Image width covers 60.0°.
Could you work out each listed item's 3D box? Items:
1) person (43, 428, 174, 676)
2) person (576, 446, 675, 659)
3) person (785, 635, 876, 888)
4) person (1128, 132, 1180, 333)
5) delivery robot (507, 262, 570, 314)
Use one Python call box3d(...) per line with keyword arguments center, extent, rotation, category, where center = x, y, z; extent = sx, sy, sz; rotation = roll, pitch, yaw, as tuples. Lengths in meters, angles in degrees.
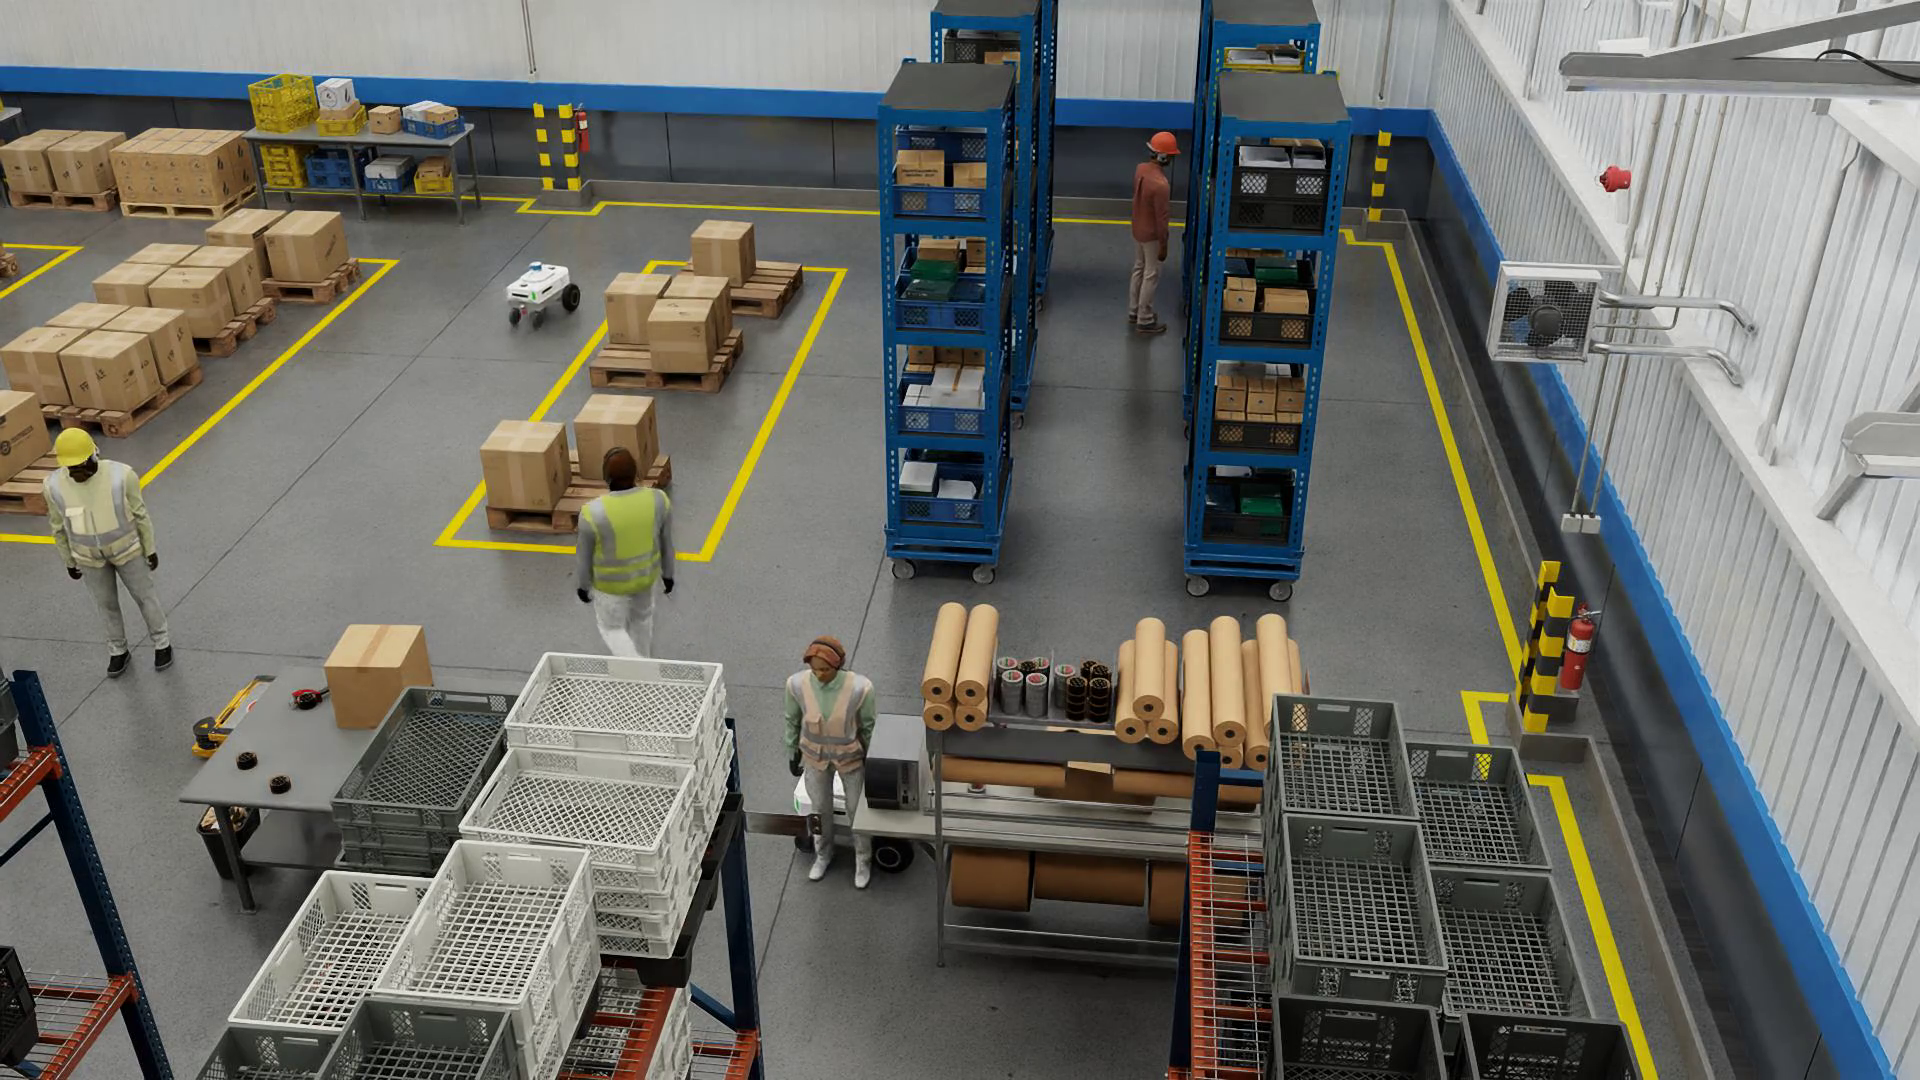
box3d(center=(-5.630, 0.072, 10.992), extent=(0.595, 1.824, 0.403), rotation=(-9, 31, -15), category="person")
box3d(center=(-2.136, 0.235, 10.712), extent=(0.642, 1.821, 0.729), rotation=(-19, 35, -29), category="person")
box3d(center=(-0.700, 1.210, 9.224), extent=(0.530, 1.631, 0.313), rotation=(5, 31, 8), category="person")
box3d(center=(1.866, -2.962, 16.055), extent=(0.411, 1.979, 0.626), rotation=(-10, 32, -16), category="person")
box3d(center=(-4.209, -2.533, 16.619), extent=(0.477, 0.478, 0.707), rotation=(10, 31, 16), category="delivery robot")
